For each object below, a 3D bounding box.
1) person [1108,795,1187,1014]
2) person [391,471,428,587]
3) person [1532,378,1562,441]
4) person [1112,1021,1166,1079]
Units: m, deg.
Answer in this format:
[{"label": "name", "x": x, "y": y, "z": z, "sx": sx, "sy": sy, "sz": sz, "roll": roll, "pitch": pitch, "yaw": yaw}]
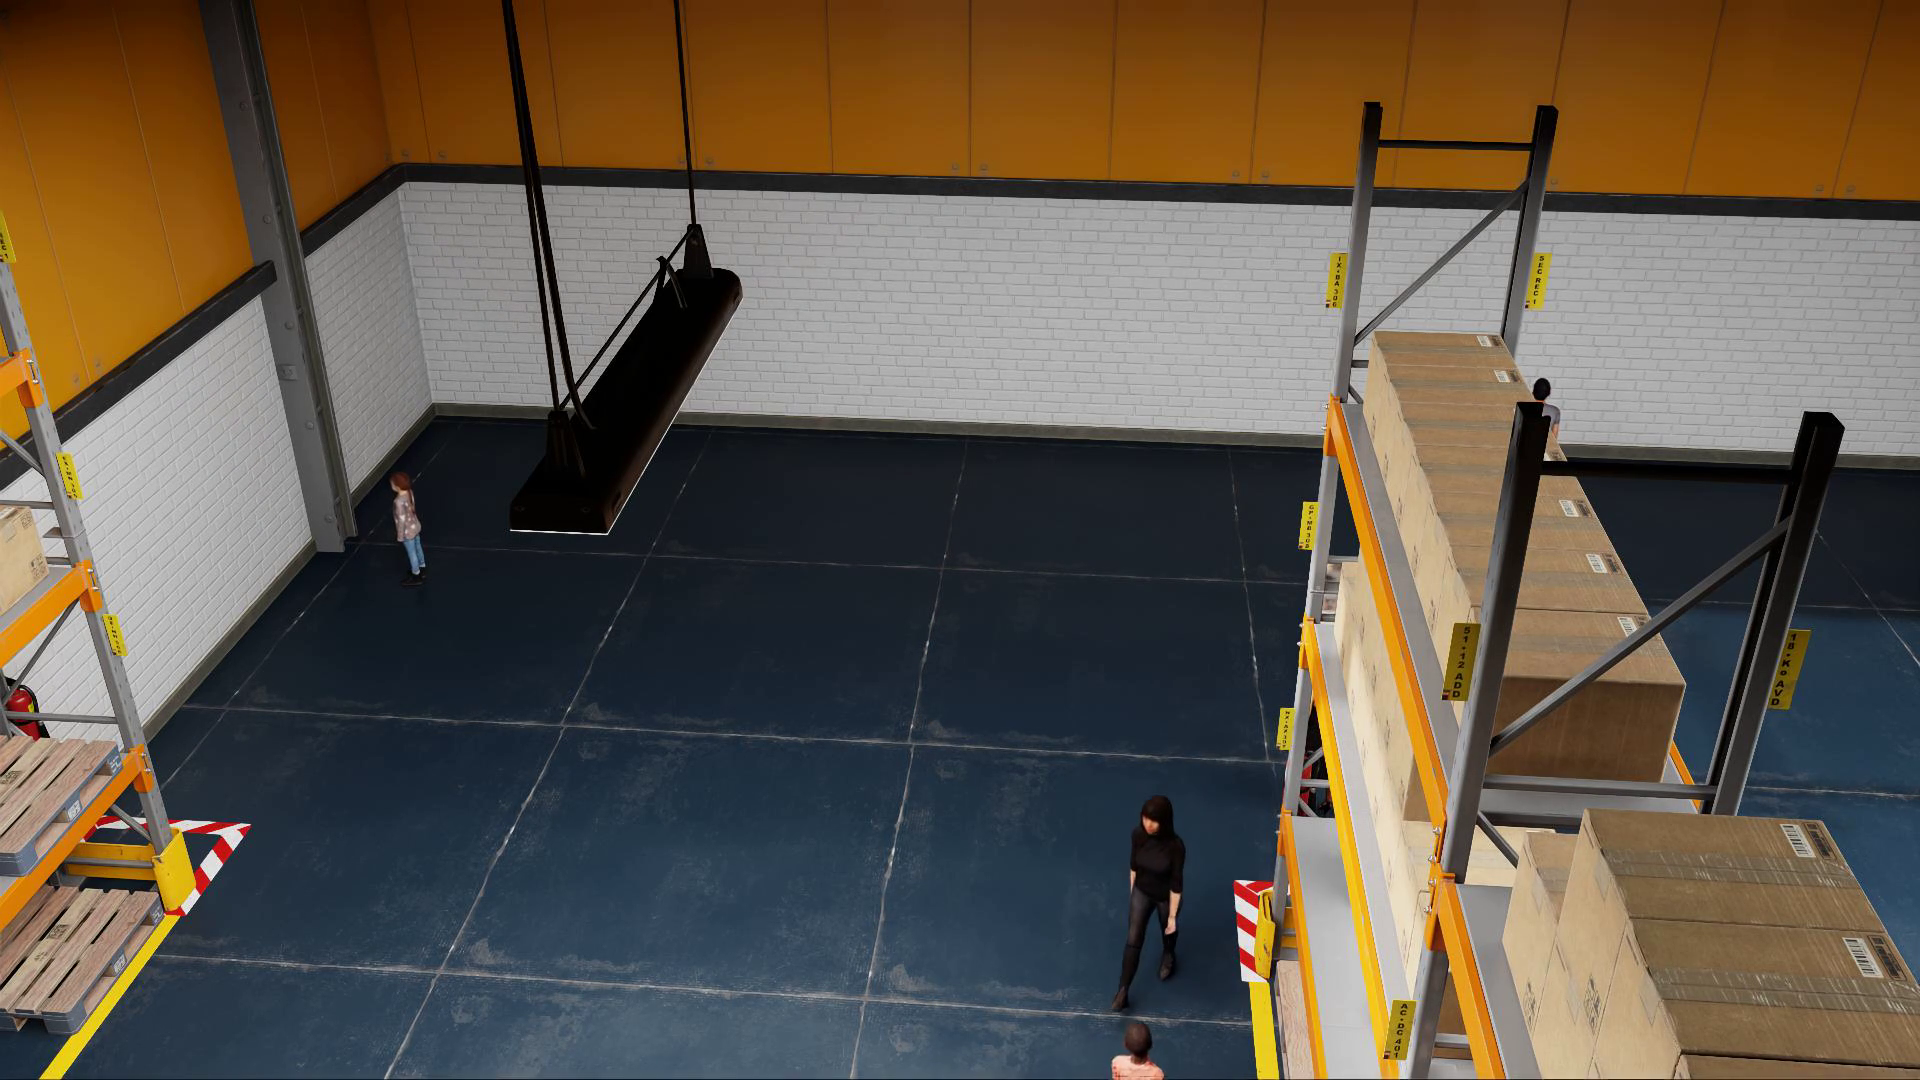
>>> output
[{"label": "person", "x": 1.360, "y": 2.350, "z": 11.163, "sx": 0.830, "sy": 1.606, "sz": 1.119, "roll": 14, "pitch": 31, "yaw": 23}, {"label": "person", "x": -5.347, "y": -0.125, "z": 16.131, "sx": 0.533, "sy": 1.194, "sz": 0.398, "roll": 3, "pitch": 29, "yaw": 5}, {"label": "person", "x": 5.776, "y": -0.825, "z": 16.829, "sx": 0.622, "sy": 1.754, "sz": 0.545, "roll": 1, "pitch": 29, "yaw": 2}, {"label": "person", "x": 0.994, "y": 3.371, "z": 9.617, "sx": 0.603, "sy": 1.295, "sz": 0.635, "roll": 12, "pitch": 31, "yaw": 21}]
